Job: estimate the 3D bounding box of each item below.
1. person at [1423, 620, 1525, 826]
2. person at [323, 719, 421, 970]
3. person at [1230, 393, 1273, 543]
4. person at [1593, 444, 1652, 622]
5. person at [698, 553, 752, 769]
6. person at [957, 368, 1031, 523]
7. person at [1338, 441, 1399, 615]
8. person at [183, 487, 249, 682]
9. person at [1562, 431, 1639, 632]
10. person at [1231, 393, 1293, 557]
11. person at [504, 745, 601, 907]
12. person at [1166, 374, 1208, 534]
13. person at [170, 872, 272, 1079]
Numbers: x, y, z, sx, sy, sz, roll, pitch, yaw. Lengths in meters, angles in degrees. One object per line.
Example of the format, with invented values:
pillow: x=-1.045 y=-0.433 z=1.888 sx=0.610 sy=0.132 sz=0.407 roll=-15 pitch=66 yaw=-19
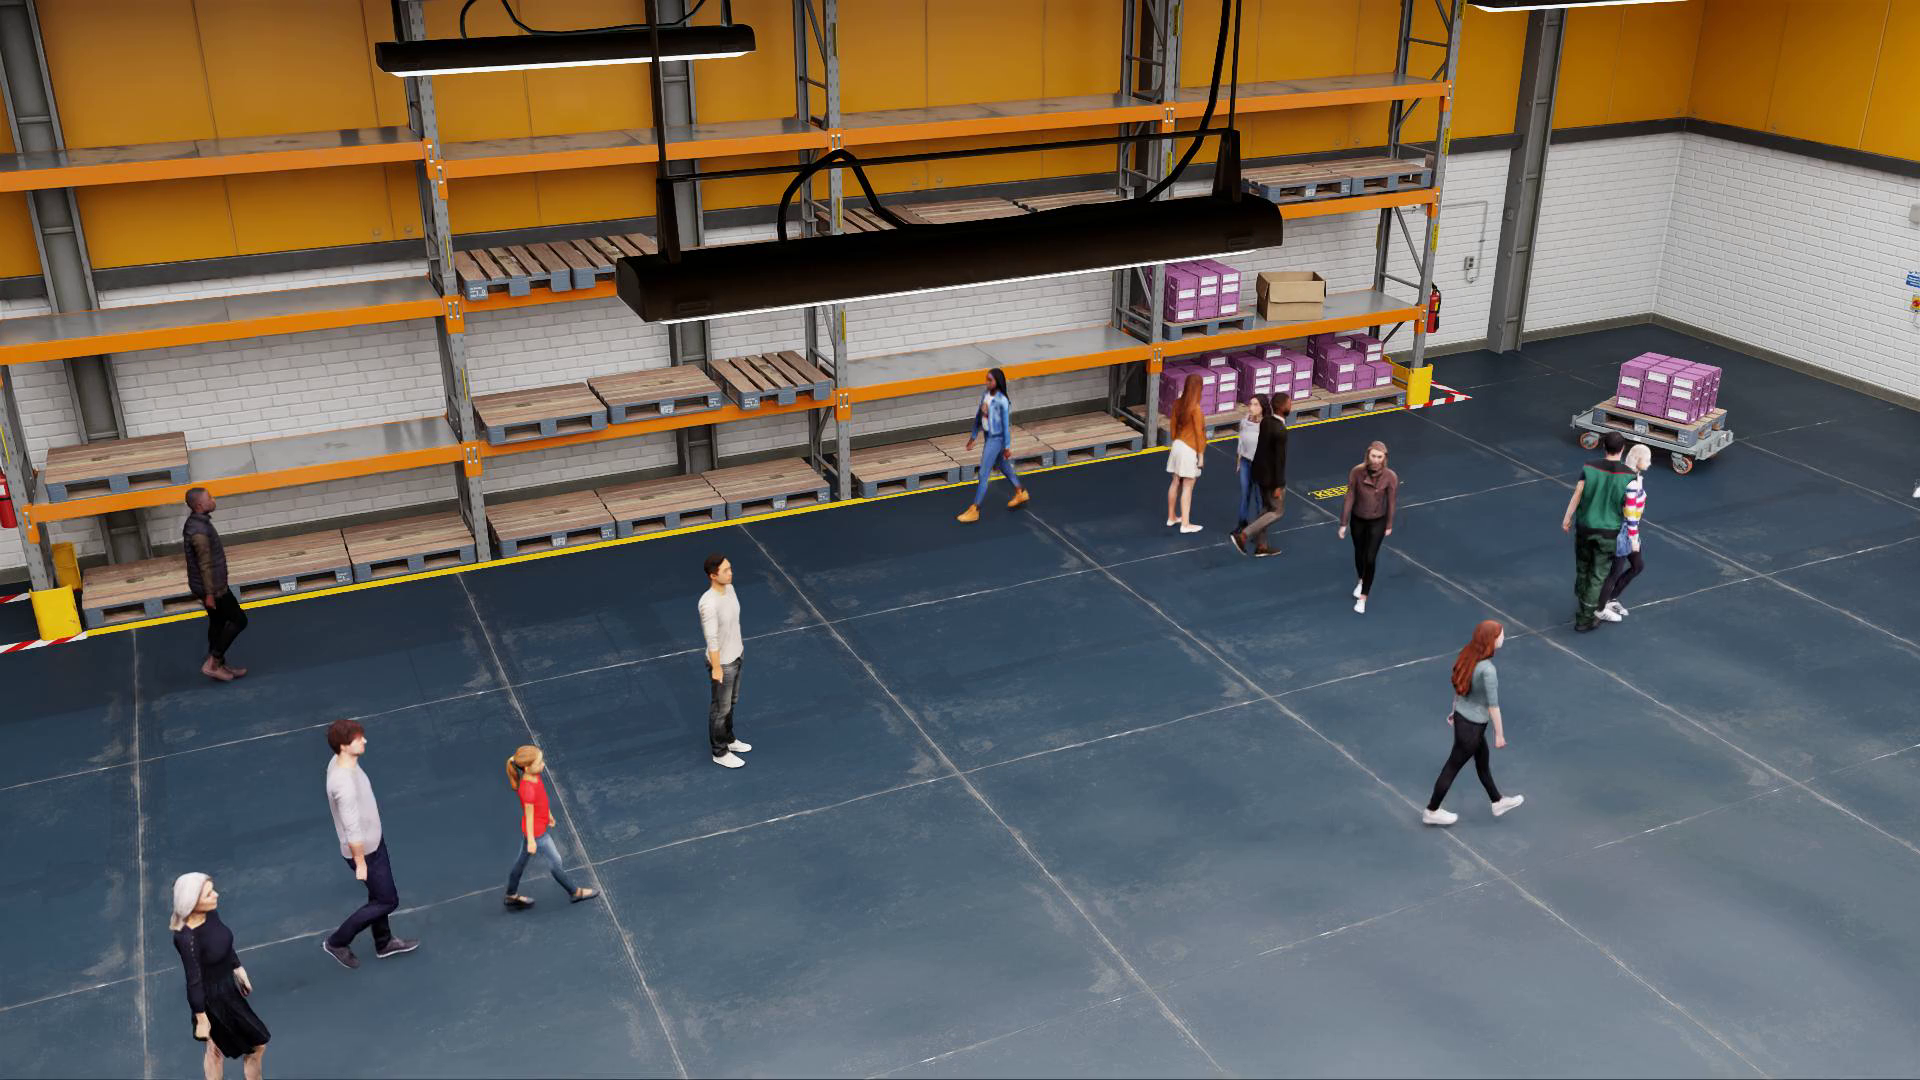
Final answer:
person: x=3.704 y=1.399 z=12.350 sx=1.103 sy=1.713 sz=0.841 roll=-2 pitch=24 yaw=-5
person: x=-3.972 y=1.997 z=10.835 sx=0.840 sy=1.828 sz=0.708 roll=-8 pitch=25 yaw=-18
person: x=3.094 y=-0.772 z=17.418 sx=0.664 sy=1.632 sz=0.636 roll=21 pitch=31 yaw=39
person: x=6.133 y=-0.066 z=15.596 sx=0.821 sy=1.796 sz=0.736 roll=12 pitch=26 yaw=26
person: x=-1.902 y=0.935 z=13.287 sx=0.757 sy=1.812 sz=0.737 roll=5 pitch=24 yaw=10
person: x=0.448 y=-1.046 z=18.006 sx=1.198 sy=1.663 sz=0.646 roll=-12 pitch=26 yaw=-26
person: x=3.943 y=-0.183 z=16.029 sx=0.989 sy=1.665 sz=1.097 roll=11 pitch=26 yaw=25
person: x=-6.588 y=0.418 z=14.452 sx=0.696 sy=1.825 sz=0.715 roll=-13 pitch=27 yaw=-27
person: x=5.915 y=-0.060 z=15.506 sx=1.034 sy=1.858 sz=1.134 roll=17 pitch=29 yaw=33
person: x=3.061 y=-0.618 z=16.874 sx=0.903 sy=1.783 sz=0.744 roll=-7 pitch=24 yaw=-15
person: x=-3.001 y=2.007 z=11.500 sx=0.932 sy=1.278 sz=0.643 roll=-5 pitch=24 yaw=-11
person: x=2.397 y=-0.931 z=17.674 sx=0.602 sy=1.717 sz=0.653 roll=-14 pitch=27 yaw=-30
person: x=-4.318 y=2.649 z=9.461 sx=0.772 sy=1.735 sz=0.686 roll=-5 pitch=24 yaw=-11
